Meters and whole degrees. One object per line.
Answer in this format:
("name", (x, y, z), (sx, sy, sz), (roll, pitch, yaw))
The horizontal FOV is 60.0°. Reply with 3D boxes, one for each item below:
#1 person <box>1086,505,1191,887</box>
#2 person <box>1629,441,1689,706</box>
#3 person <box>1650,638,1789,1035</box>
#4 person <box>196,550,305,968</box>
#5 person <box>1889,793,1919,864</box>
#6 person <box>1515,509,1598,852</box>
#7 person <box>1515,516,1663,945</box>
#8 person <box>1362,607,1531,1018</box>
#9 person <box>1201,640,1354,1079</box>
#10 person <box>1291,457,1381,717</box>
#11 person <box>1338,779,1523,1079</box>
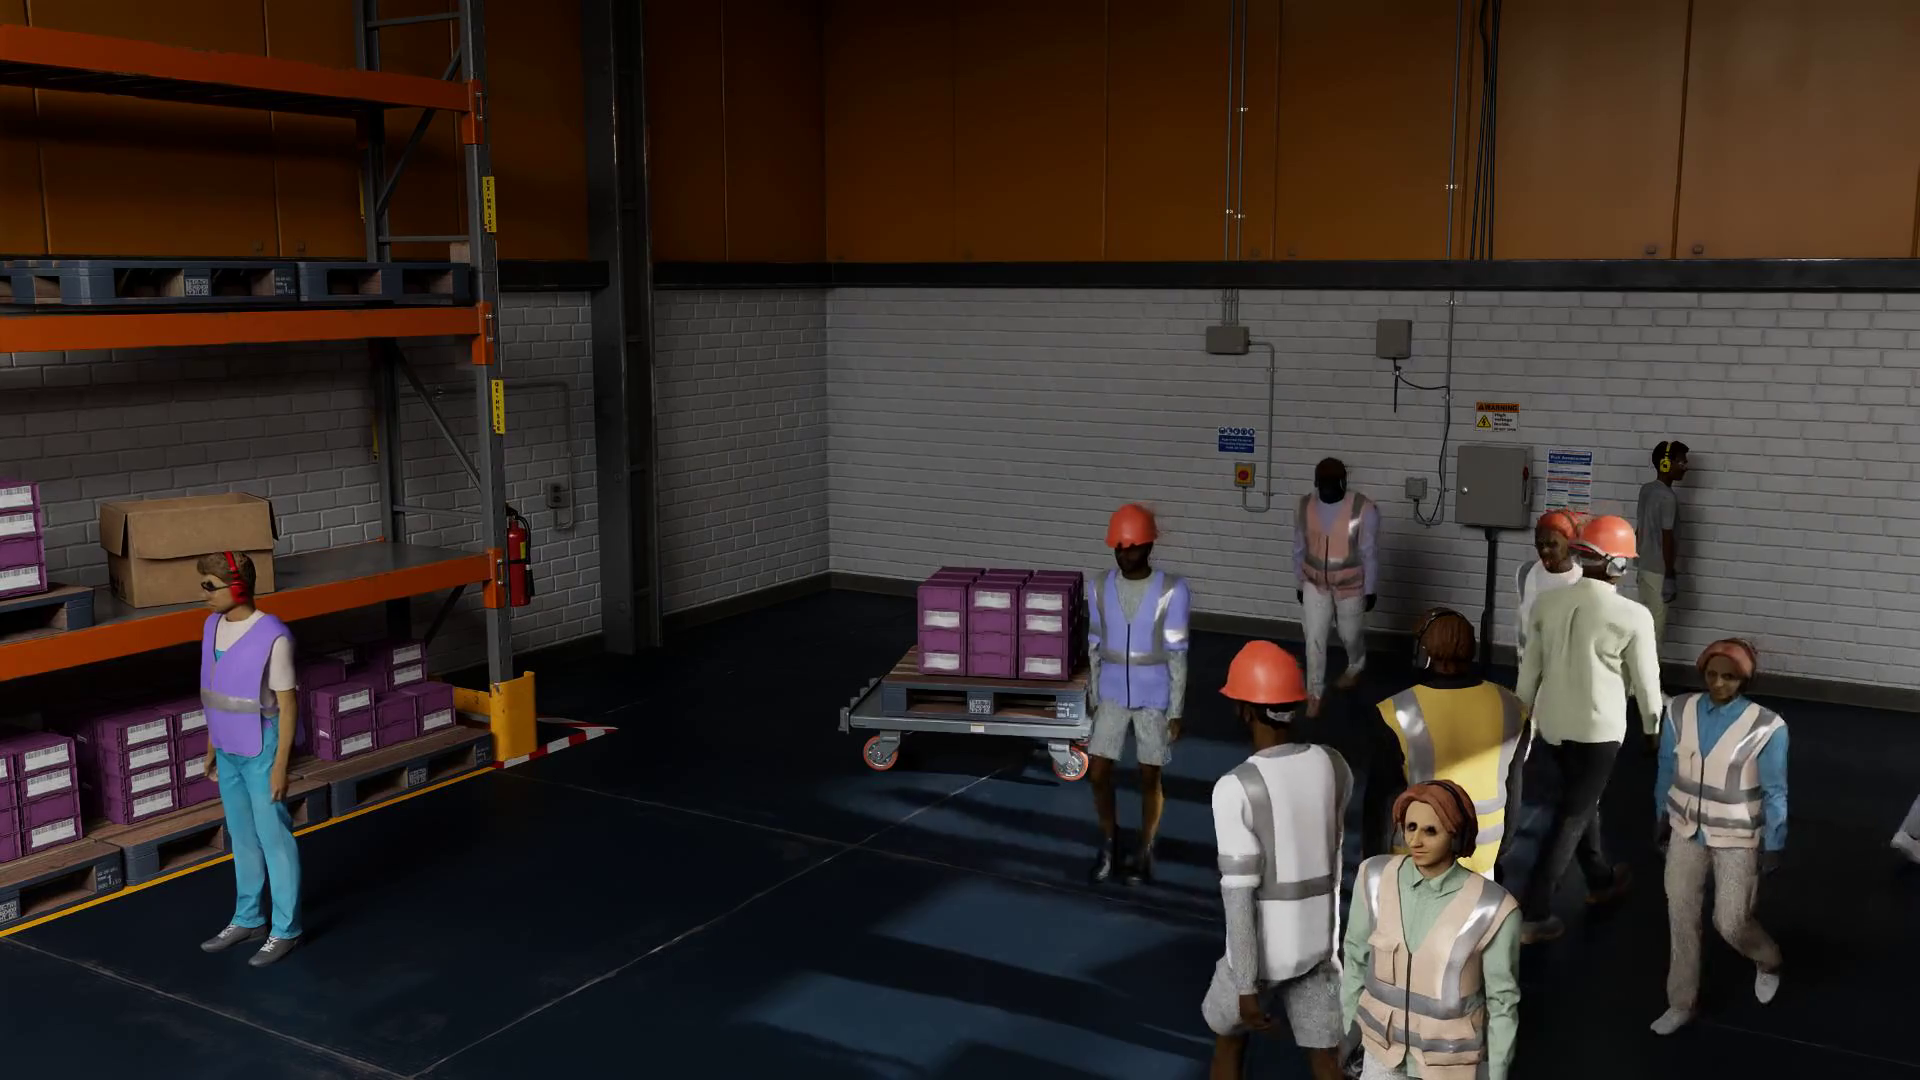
("person", (0.852, 0.780, 8.147), (0.546, 1.919, 0.514), (4, 10, 23))
("person", (4.930, 0.230, 11.745), (0.336, 1.864, 0.521), (0, 9, 2))
("person", (3.055, 1.169, 6.640), (0.552, 1.622, 0.518), (-6, 11, -34))
("person", (-3.120, 0.946, 7.347), (0.563, 1.838, 0.389), (6, 11, 33))
("person", (5.221, 0.787, 8.438), (0.980, 1.819, 0.522), (-2, 9, -14))
("person", (2.991, 0.757, 8.538), (0.977, 1.830, 0.602), (-6, 11, -33))
("person", (2.895, 0.851, 7.659), (1.008, 1.934, 0.598), (-5, 11, -31))
("person", (1.721, 1.153, 6.042), (0.622, 1.845, 0.429), (-2, 9, -15))
("person", (1.042, 1.267, 5.198), (0.535, 1.895, 0.989), (-4, 10, -25))
("person", (2.639, 0.288, 11.618), (0.638, 1.799, 0.867), (5, 10, 27))
("person", (1.312, 1.467, 4.707), (0.512, 1.642, 0.312), (7, 12, 38))
